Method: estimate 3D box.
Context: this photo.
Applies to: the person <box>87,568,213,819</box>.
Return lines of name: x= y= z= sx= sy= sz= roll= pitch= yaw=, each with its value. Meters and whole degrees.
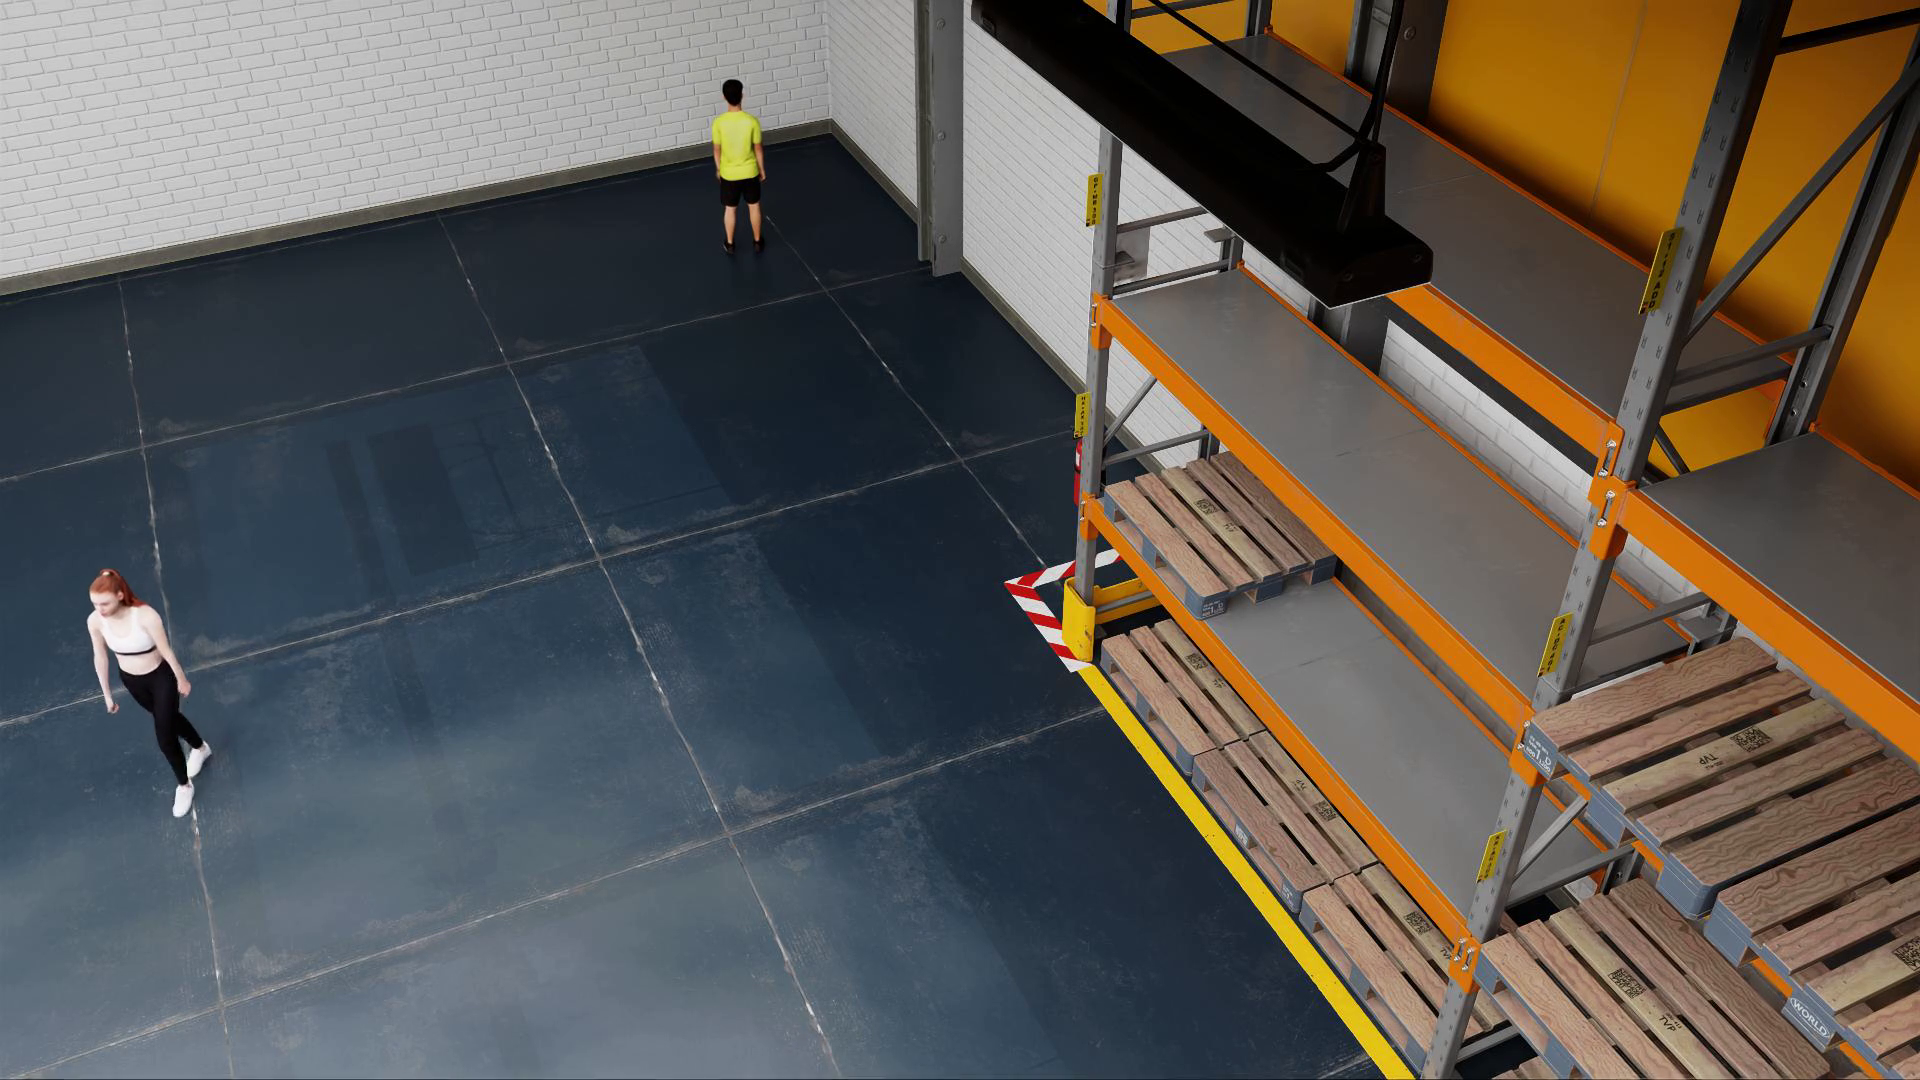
person: x=-4.947 y=0.821 z=10.258 sx=0.832 sy=1.720 sz=0.967 roll=2 pitch=39 yaw=2

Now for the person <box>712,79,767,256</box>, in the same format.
person: x=-2.077 y=-3.487 z=15.708 sx=0.678 sy=1.651 sz=0.638 roll=-5 pitch=39 yaw=-6
